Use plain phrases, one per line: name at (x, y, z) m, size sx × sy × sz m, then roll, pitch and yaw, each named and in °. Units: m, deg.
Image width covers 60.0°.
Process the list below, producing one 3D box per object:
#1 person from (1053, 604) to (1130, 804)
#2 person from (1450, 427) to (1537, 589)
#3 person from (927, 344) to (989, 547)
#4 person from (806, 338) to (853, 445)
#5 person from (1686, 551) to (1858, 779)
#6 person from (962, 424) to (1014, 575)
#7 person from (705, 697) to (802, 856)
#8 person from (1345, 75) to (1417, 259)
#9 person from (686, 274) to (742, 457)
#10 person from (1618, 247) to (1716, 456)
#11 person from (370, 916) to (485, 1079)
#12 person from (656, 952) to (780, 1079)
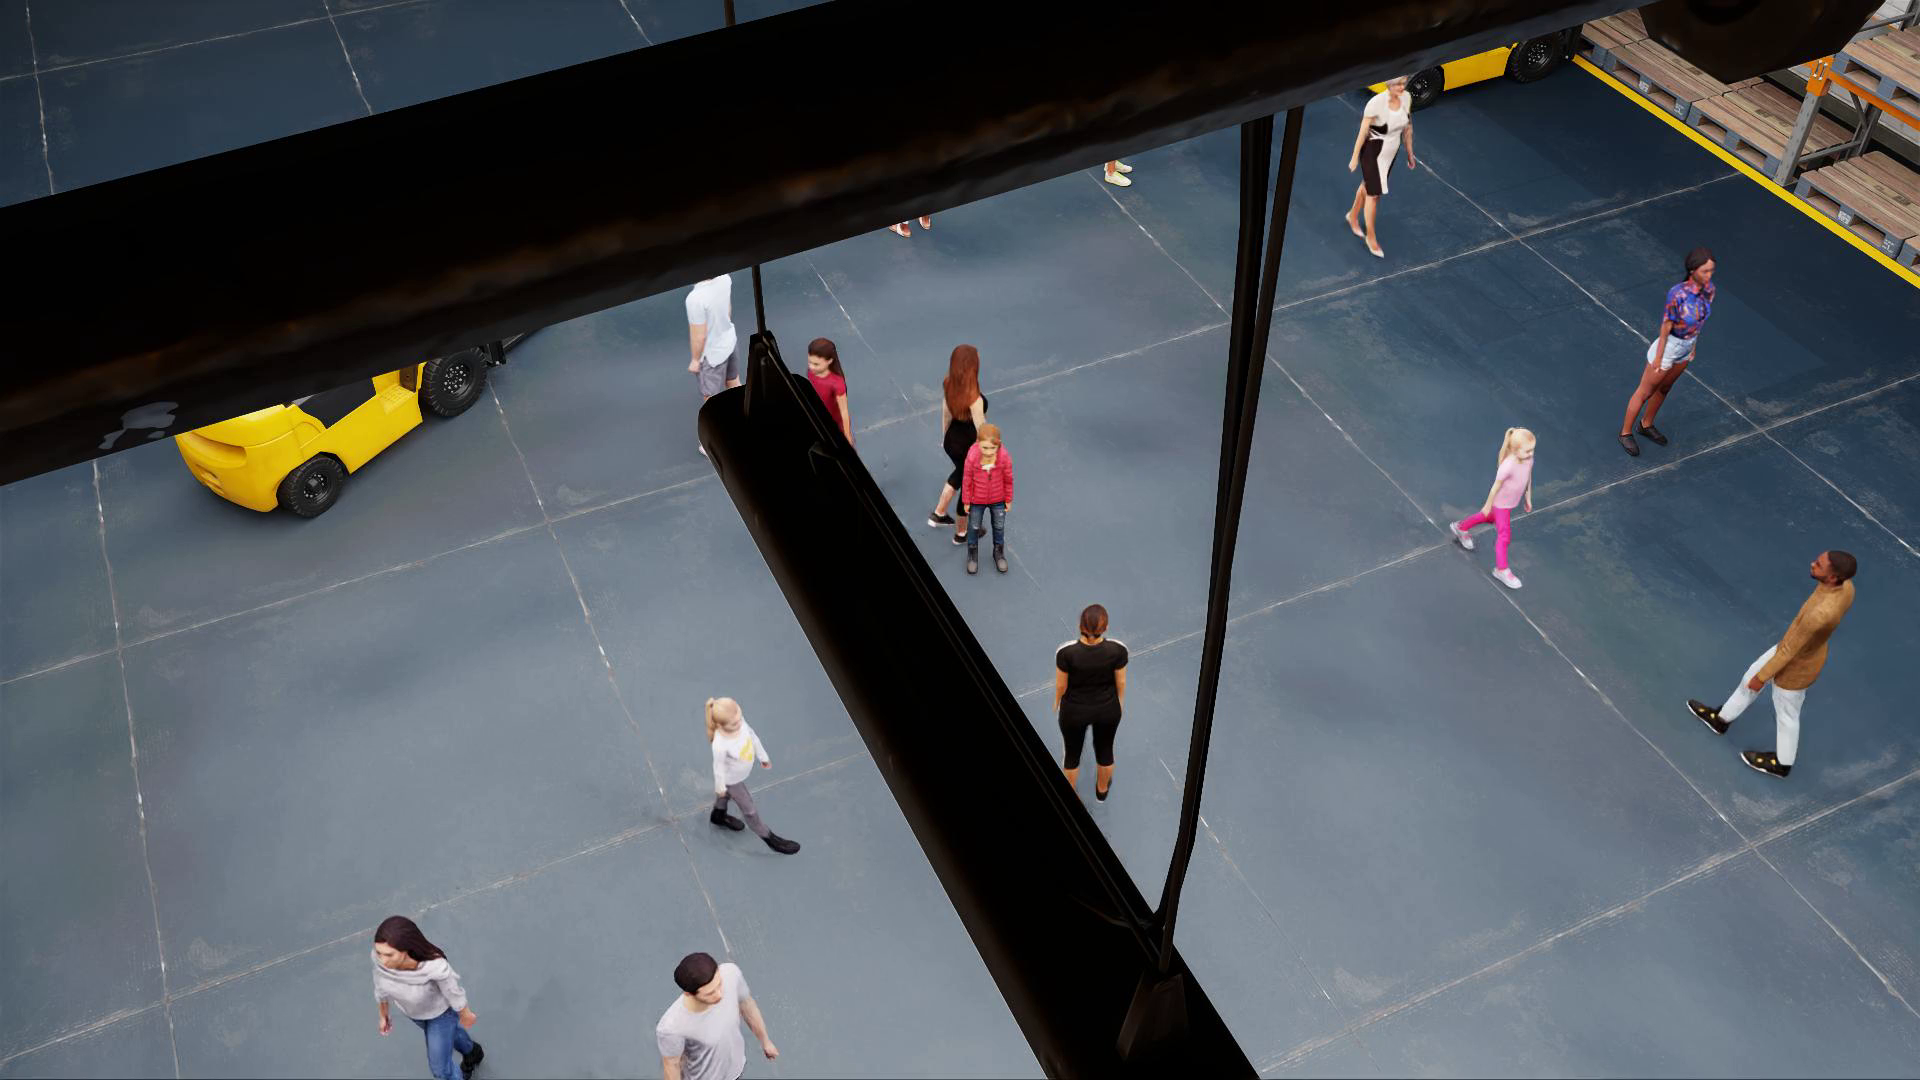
person at (0.775, 0.993, 9.956) m, size 0.653 × 1.669 × 0.646 m, roll -1°, pitch 44°, yaw -2°
person at (3.758, -0.316, 11.632) m, size 0.644 × 1.253 × 0.957 m, roll -31°, pitch 52°, yaw -28°
person at (-0.042, -0.614, 11.608) m, size 0.656 × 1.716 × 0.588 m, roll -21°, pitch 47°, yaw -21°
person at (-0.886, -0.871, 12.007) m, size 0.730 × 1.537 × 0.670 m, roll -34°, pitch 53°, yaw -31°
person at (5.162, 0.790, 10.081) m, size 1.076 × 1.789 × 0.921 m, roll 27°, pitch 50°, yaw 26°
person at (0.188, -0.305, 11.576) m, size 0.570 × 1.314 × 0.581 m, roll -2°, pitch 44°, yaw -2°
person at (-1.396, 1.357, 9.877) m, size 0.885 × 1.250 × 0.851 m, roll 12°, pitch 45°, yaw 12°
person at (3.594, -3.401, 14.525) m, size 0.701 × 1.728 × 0.892 m, roll -26°, pitch 49°, yaw -24°
person at (-1.812, -1.416, 12.367) m, size 0.774 × 1.832 × 0.738 m, roll 18°, pitch 47°, yaw 18°
person at (5.317, -1.421, 12.436) m, size 0.591 × 1.742 × 0.521 m, roll -20°, pitch 47°, yaw -20°
person at (-2.686, 2.343, 8.581) m, size 0.809 × 1.611 × 0.865 m, roll 19°, pitch 47°, yaw 19°
person at (-1.279, 2.538, 8.206) m, size 1.095 × 1.845 × 0.957 m, roll 25°, pitch 49°, yaw 24°
